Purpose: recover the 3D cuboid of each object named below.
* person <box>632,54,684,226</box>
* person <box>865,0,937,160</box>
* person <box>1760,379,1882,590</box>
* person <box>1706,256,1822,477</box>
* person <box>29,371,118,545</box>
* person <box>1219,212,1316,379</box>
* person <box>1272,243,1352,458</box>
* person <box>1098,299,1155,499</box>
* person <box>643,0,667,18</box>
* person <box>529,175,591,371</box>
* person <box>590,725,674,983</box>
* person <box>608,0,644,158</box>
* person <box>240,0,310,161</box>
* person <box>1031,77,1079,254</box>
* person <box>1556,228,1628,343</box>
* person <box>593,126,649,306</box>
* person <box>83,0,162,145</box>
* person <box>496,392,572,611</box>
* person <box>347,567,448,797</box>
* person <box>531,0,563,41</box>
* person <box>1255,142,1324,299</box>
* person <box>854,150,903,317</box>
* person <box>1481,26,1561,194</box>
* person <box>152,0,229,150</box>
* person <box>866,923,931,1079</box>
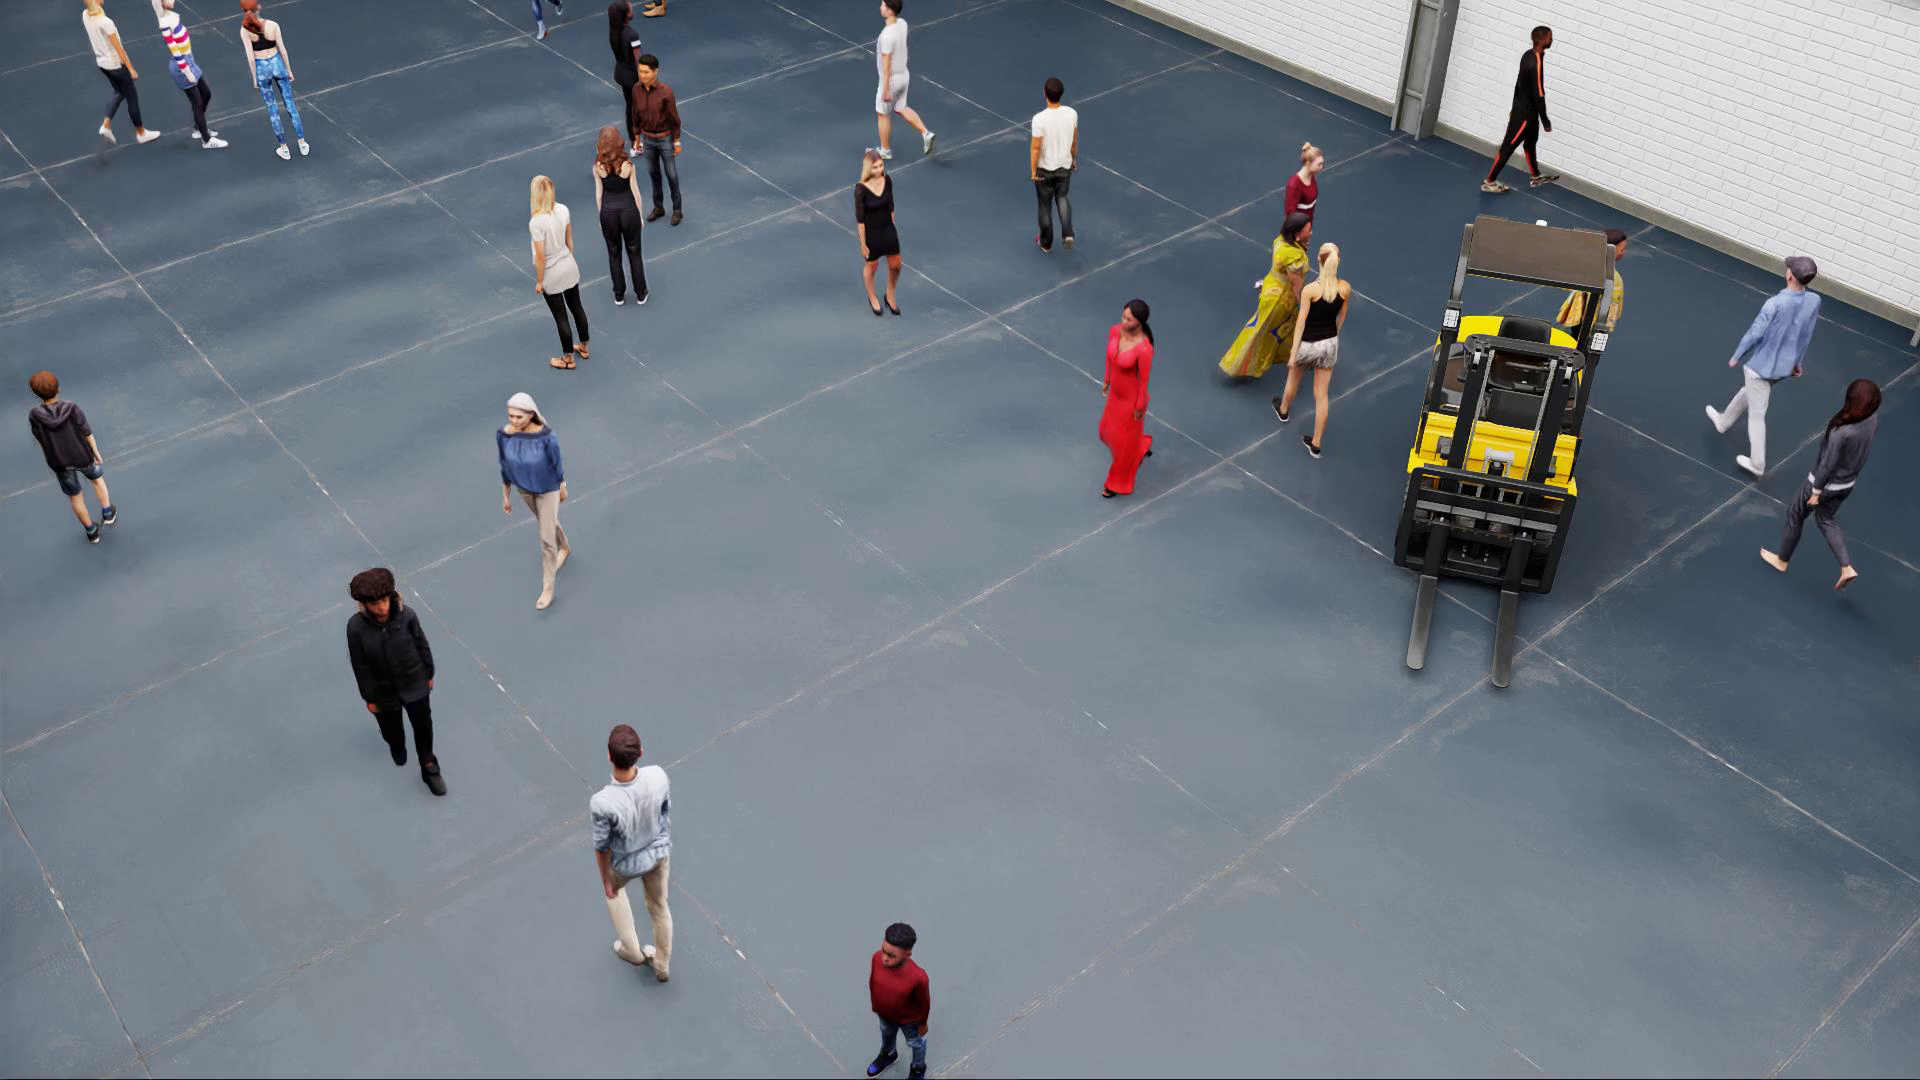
[{"bbox_3d":[-3.016,-4.017,16.652,0.655,1.778,0.779,11,40,13],"label":"person"},{"bbox_3d":[-0.624,-4.893,17.701,1.143,1.838,0.955,15,41,18],"label":"person"},{"bbox_3d":[6.419,-0.377,12.117,0.780,1.750,1.023,-16,41,-19],"label":"person"},{"bbox_3d":[6.494,-1.352,13.267,0.999,1.838,1.234,-9,39,-11],"label":"person"},{"bbox_3d":[-6.764,-0.595,12.646,0.635,1.430,0.709,-17,42,-21],"label":"person"},{"bbox_3d":[2.684,-2.048,14.342,1.351,1.595,1.299,2,39,3],"label":"person"},{"bbox_3d":[2.927,-1.508,13.487,0.956,1.808,1.135,-7,39,-9],"label":"person"},{"bbox_3d":[1.371,-1.130,13.050,0.708,1.772,0.718,-24,44,-27],"label":"person"},{"bbox_3d":[-3.935,-7.534,21.110,0.765,1.711,0.679,-1,39,-2],"label":"person"},{"bbox_3d":[-3.499,-2.332,14.504,0.630,1.826,0.666,22,43,25],"label":"person"},{"bbox_3d":[-1.753,1.833,9.287,0.694,1.829,0.697,-24,45,-27],"label":"person"},{"bbox_3d":[-3.567,-4.911,17.815,0.614,1.723,0.736,29,47,31],"label":"person"},{"bbox_3d":[-7.386,-4.971,17.850,0.595,1.785,0.589,-22,44,-25],"label":"person"},{"bbox_3d":[0.942,-3.578,16.095,0.789,1.797,0.901,-15,41,-17],"label":"person"},{"bbox_3d":[5.309,-1.881,14.079,0.914,1.652,0.864,13,40,16],"label":"person"},{"bbox_3d":[-3.154,-2.992,15.396,0.647,1.744,0.666,-6,39,-7],"label":"person"},{"bbox_3d":[-9.190,-5.076,17.966,0.877,1.794,0.812,21,43,24],"label":"person"},{"bbox_3d":[-3.065,-0.412,12.240,1.056,1.661,1.034,10,40,13],"label":"person"},{"bbox_3d":[-3.602,0.859,10.554,0.694,1.769,0.857,-21,43,-24],"label":"person"},{"bbox_3d":[-5.205,-7.045,20.581,0.932,1.606,0.944,10,40,12],"label":"person"},{"bbox_3d":[3.000,-2.839,15.247,0.787,1.691,0.750,26,46,29],"label":"person"},{"bbox_3d":[-0.807,-2.826,15.254,0.608,1.661,0.604,-24,44,-27],"label":"person"},{"bbox_3d":[5.734,-4.390,17.122,1.117,1.776,1.022,5,39,7],"label":"person"},{"bbox_3d":[-8.440,-5.099,17.984,0.837,1.807,0.745,-5,39,-6],"label":"person"},{"bbox_3d":[-0.319,2.490,8.923,0.510,1.255,0.623,20,43,23],"label":"person"}]
